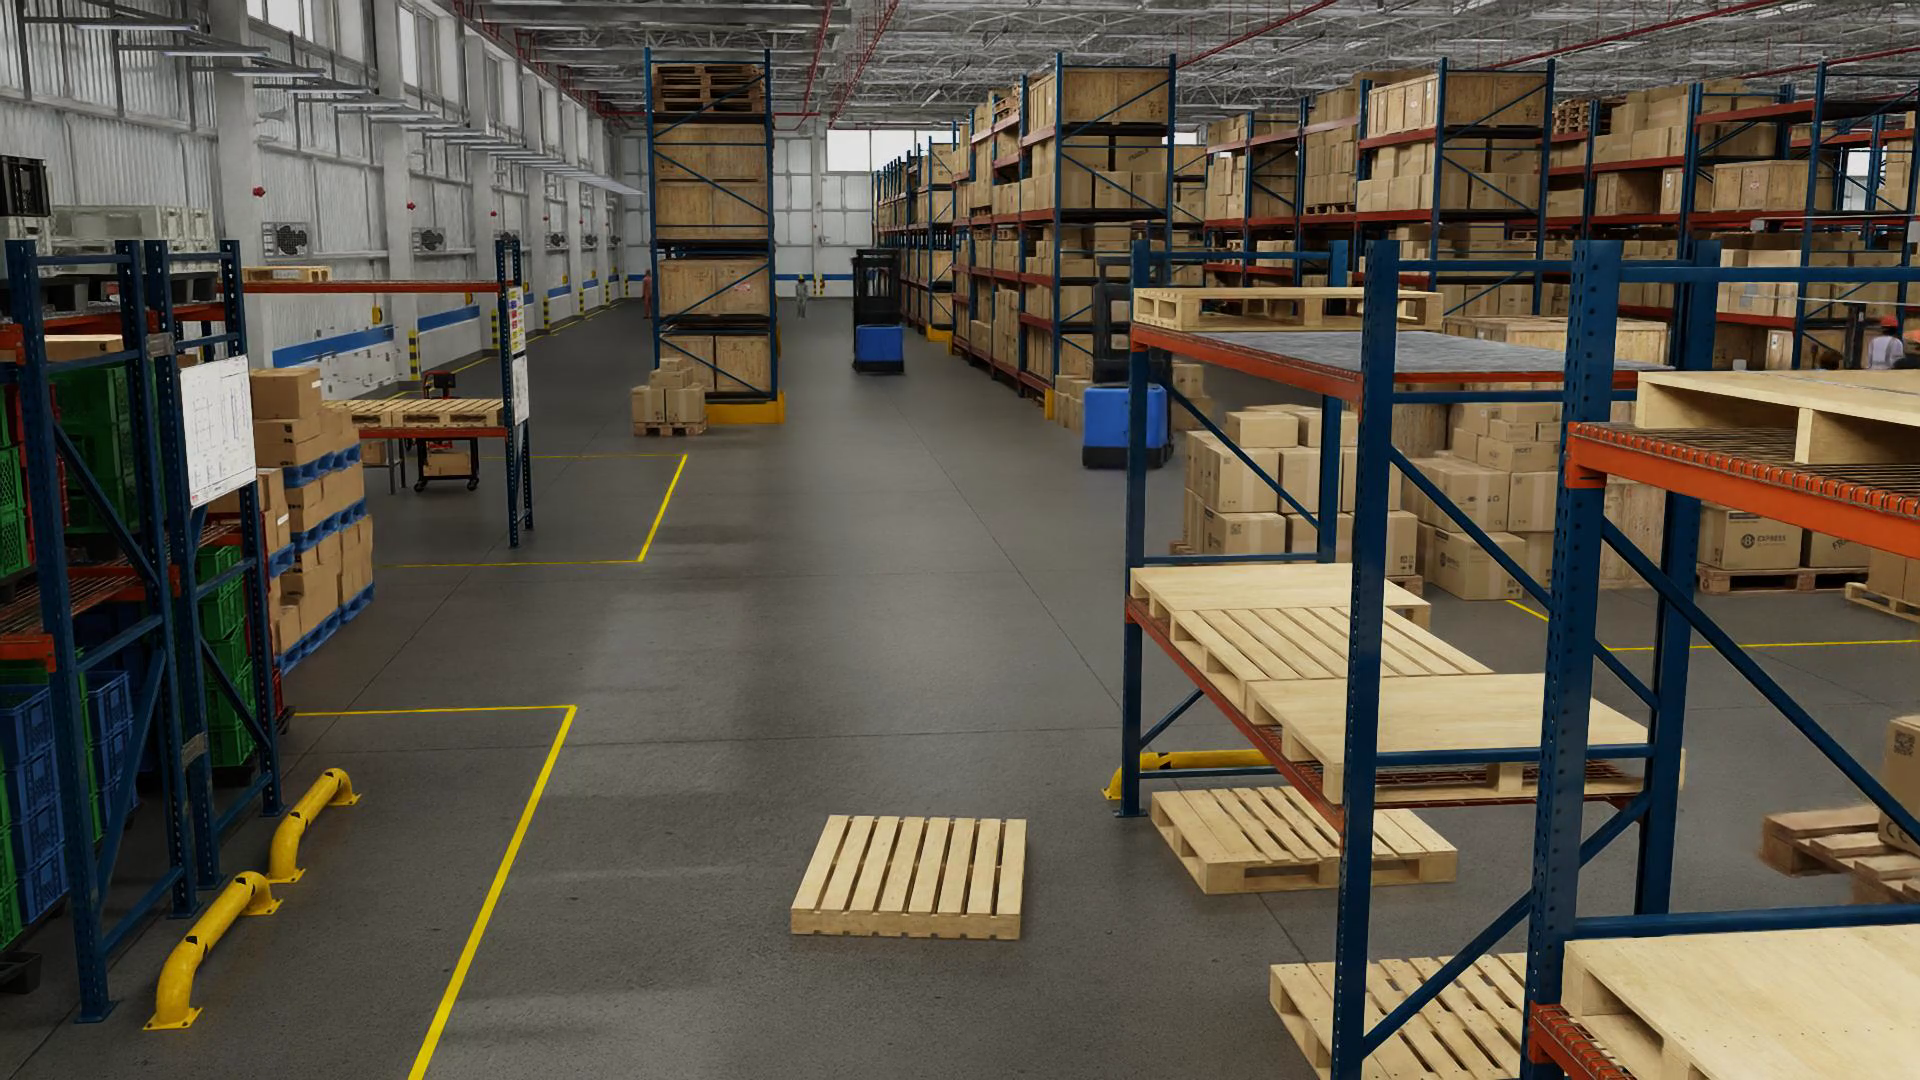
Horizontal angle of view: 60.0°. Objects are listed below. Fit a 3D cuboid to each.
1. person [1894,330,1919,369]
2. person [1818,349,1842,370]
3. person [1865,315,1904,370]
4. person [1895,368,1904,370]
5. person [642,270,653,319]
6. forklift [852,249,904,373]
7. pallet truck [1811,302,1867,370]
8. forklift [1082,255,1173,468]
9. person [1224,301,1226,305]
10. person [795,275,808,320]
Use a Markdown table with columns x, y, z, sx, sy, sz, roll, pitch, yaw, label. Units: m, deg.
| x | y | z | sx | sy | sz | roll | pitch | yaw | label |
| --- | --- | --- | --- | --- | --- | --- | --- | --- | --- |
| 11.518 | -1.554 | 20.046 | 0.539 | 1.977 | 0.624 | -3 | 11 | -17 | person |
| 9.964 | -1.311 | 19.225 | 0.945 | 1.797 | 0.639 | -6 | 12 | -30 | person |
| 14.256 | -2.524 | 25.701 | 1.008 | 1.891 | 0.552 | -3 | 11 | -18 | person |
| 10.256 | -1.062 | 18.230 | 0.938 | 1.636 | 0.509 | -6 | 12 | -28 | person |
| -12.057 | -9.526 | 64.463 | 0.402 | 1.896 | 0.652 | 8 | 13 | 38 | person |
| -1.891 | -5.289 | 38.239 | 1.129 | 2.768 | 1.873 | -1 | 10 | -6 | forklift |
| 15.846 | -3.142 | 28.793 | 1.885 | 1.965 | 0.823 | 2 | 10 | 12 | pallet truck |
| 2.304 | -2.464 | 22.587 | 1.129 | 2.768 | 1.873 | 2 | 10 | 11 | forklift |
| 8.246 | -6.952 | 50.496 | 0.597 | 1.795 | 0.881 | 7 | 12 | 33 | person |
| -6.005 | -9.149 | 62.849 | 0.512 | 1.701 | 0.849 | 1 | 10 | 5 | person |
